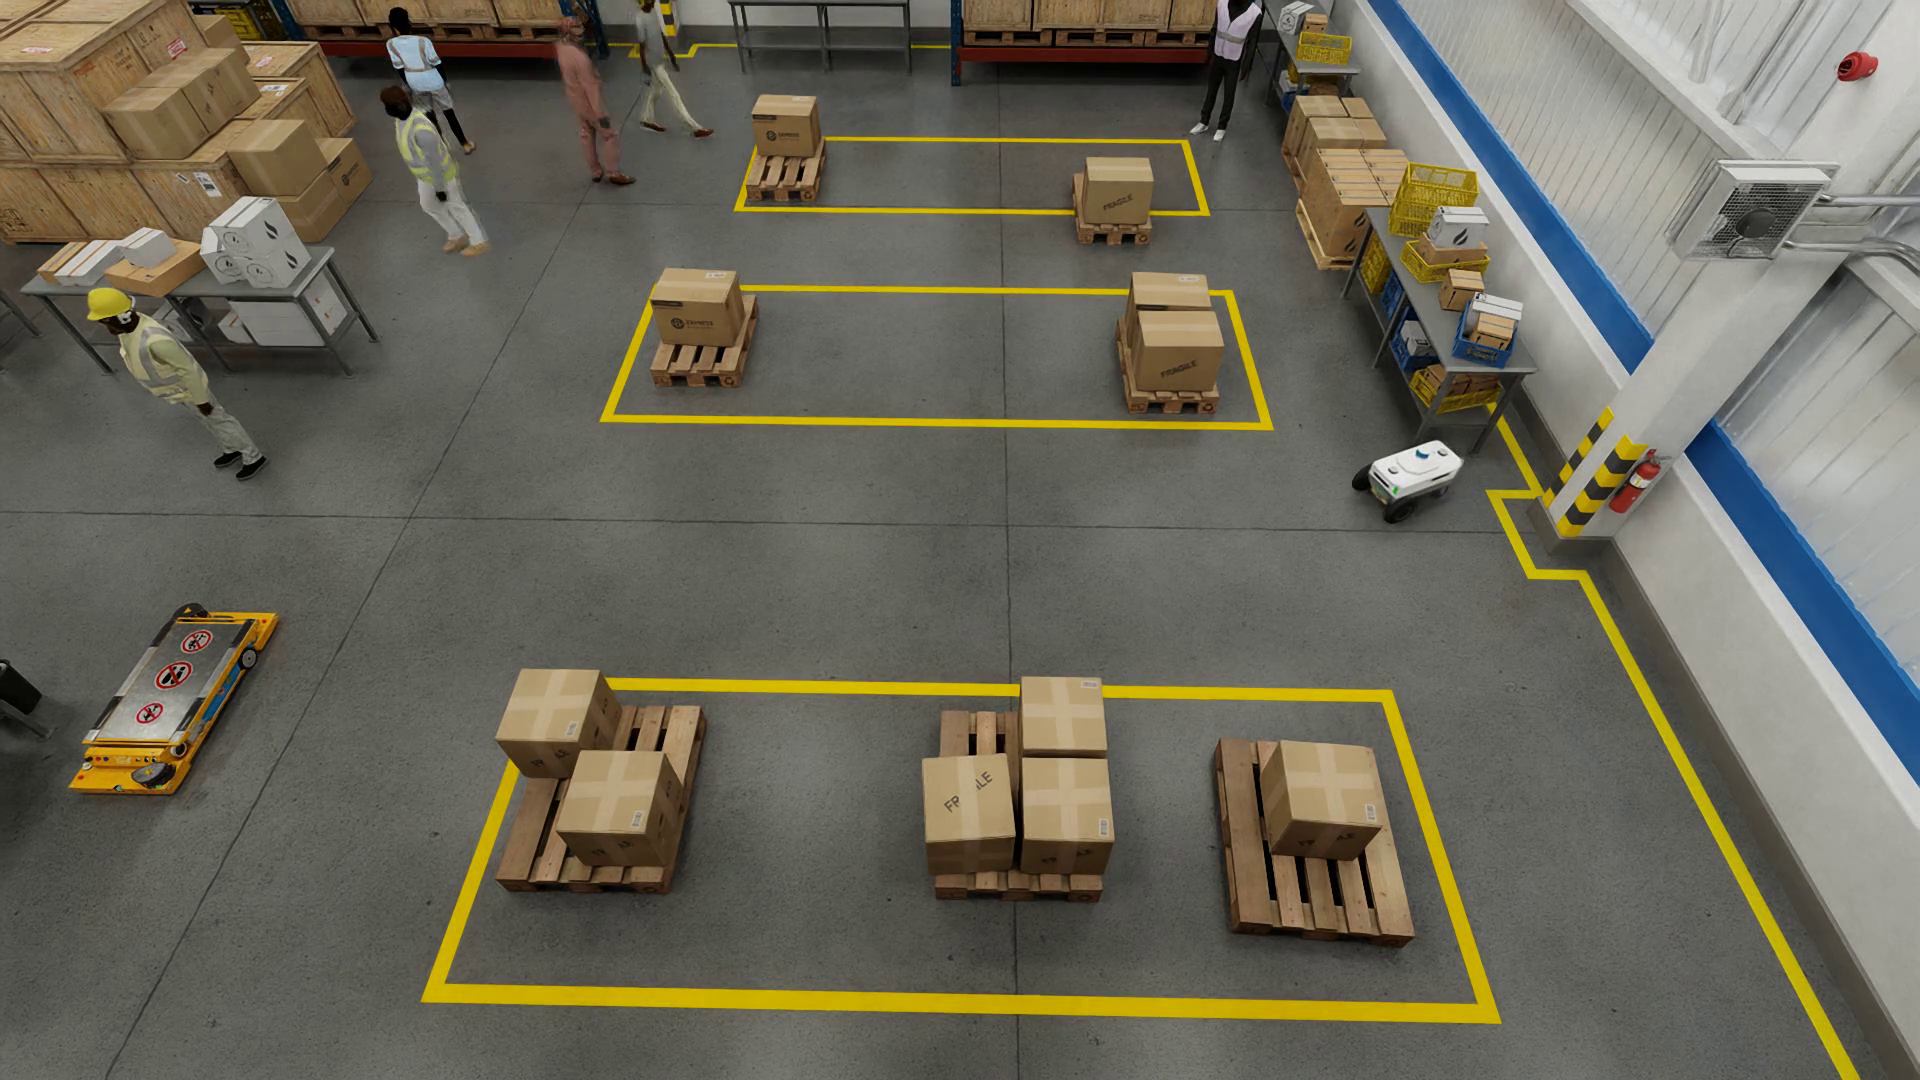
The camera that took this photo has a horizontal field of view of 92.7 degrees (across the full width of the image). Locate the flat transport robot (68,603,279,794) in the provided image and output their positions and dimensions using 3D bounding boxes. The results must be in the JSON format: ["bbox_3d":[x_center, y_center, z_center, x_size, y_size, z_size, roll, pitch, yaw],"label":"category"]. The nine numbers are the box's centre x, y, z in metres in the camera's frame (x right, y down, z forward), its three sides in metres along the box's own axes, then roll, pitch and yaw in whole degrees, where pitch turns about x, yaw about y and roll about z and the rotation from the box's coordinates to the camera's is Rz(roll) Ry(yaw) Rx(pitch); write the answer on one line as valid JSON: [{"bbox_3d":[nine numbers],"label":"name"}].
[{"bbox_3d":[-5.504,1.072,6.442,0.652,0.197,1.431,1,50,1],"label":"flat transport robot"}]

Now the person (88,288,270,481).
[{"bbox_3d":[-6.284,-1.239,7.380,0.587,1.835,0.404,27,55,21],"label":"person"}]

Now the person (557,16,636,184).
[{"bbox_3d":[-4.227,-5.001,10.536,0.512,1.876,0.747,-30,56,-23],"label":"person"}]

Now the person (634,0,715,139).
[{"bbox_3d":[-3.707,-5.921,11.359,1.018,1.812,0.536,4,50,3],"label":"person"}]

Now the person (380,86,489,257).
[{"bbox_3d":[-5.516,-3.777,9.532,0.566,1.821,0.653,-34,58,-25],"label":"person"}]

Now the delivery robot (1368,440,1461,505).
[{"bbox_3d":[3.760,-0.577,7.594,0.707,0.478,0.477,-18,52,-15],"label":"delivery robot"}]

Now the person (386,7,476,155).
[{"bbox_3d":[-6.431,-5.491,11.069,0.533,1.692,0.322,-7,50,-6],"label":"person"}]

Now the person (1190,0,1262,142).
[{"bbox_3d":[3.313,-5.948,11.311,0.589,1.920,0.399,33,57,25],"label":"person"}]
